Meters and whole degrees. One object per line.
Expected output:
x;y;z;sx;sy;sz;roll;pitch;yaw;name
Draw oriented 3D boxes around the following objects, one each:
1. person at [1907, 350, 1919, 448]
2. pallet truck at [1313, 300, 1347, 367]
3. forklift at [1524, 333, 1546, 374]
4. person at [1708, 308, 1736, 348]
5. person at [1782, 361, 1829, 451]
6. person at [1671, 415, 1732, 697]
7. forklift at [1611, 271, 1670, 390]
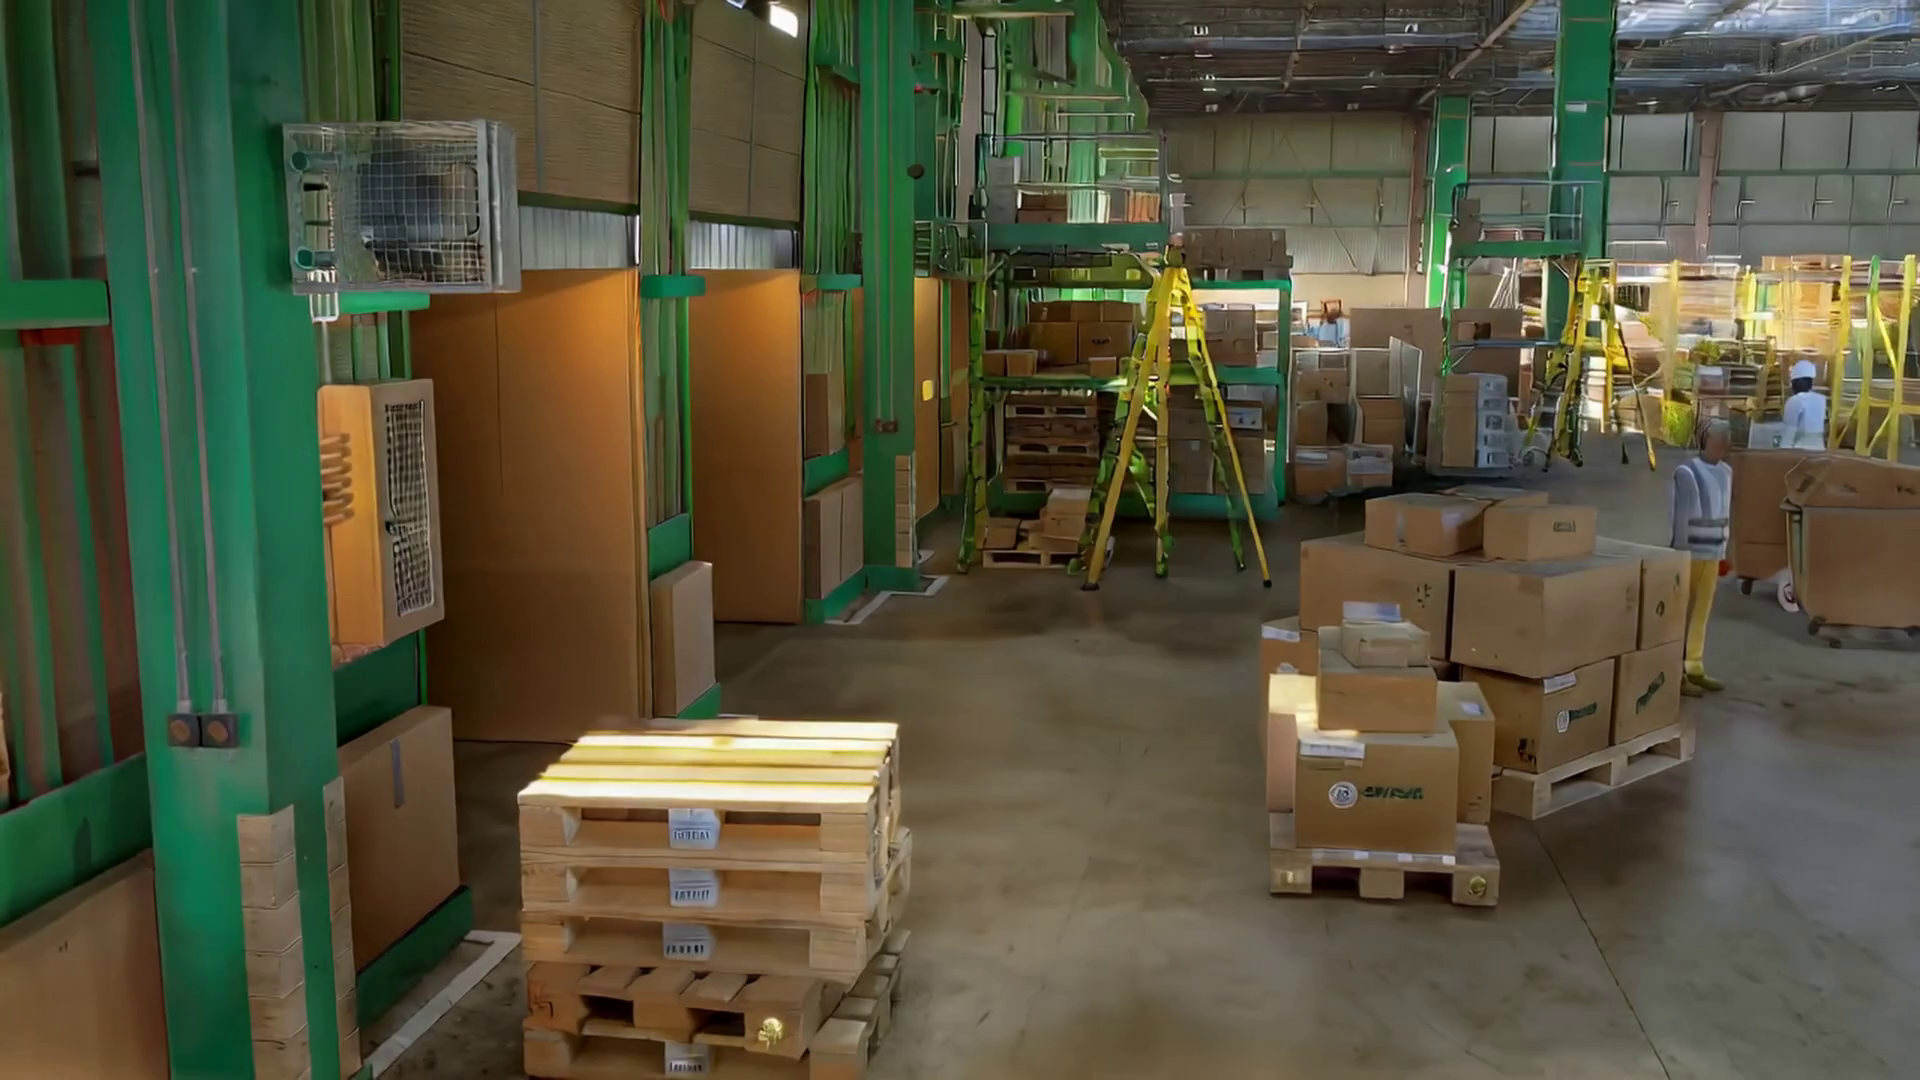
15.495;-2.341;26.742;0.335;1.735;0.484;5;10;28;person
11.159;-6.200;49.718;0.823;1.965;1.885;4;10;26;pallet truck
16.414;-5.876;45.008;1.873;2.768;1.129;7;12;37;forklift
18.295;-4.595;40.005;0.629;1.940;0.373;1;9;7;person
8.627;-0.877;17.107;0.595;1.925;0.377;-5;10;-28;person
4.990;0.103;11.199;0.573;1.883;0.357;-7;11;-36;person
16.250;-4.896;38.963;1.873;2.768;1.129;1;9;9;forklift
